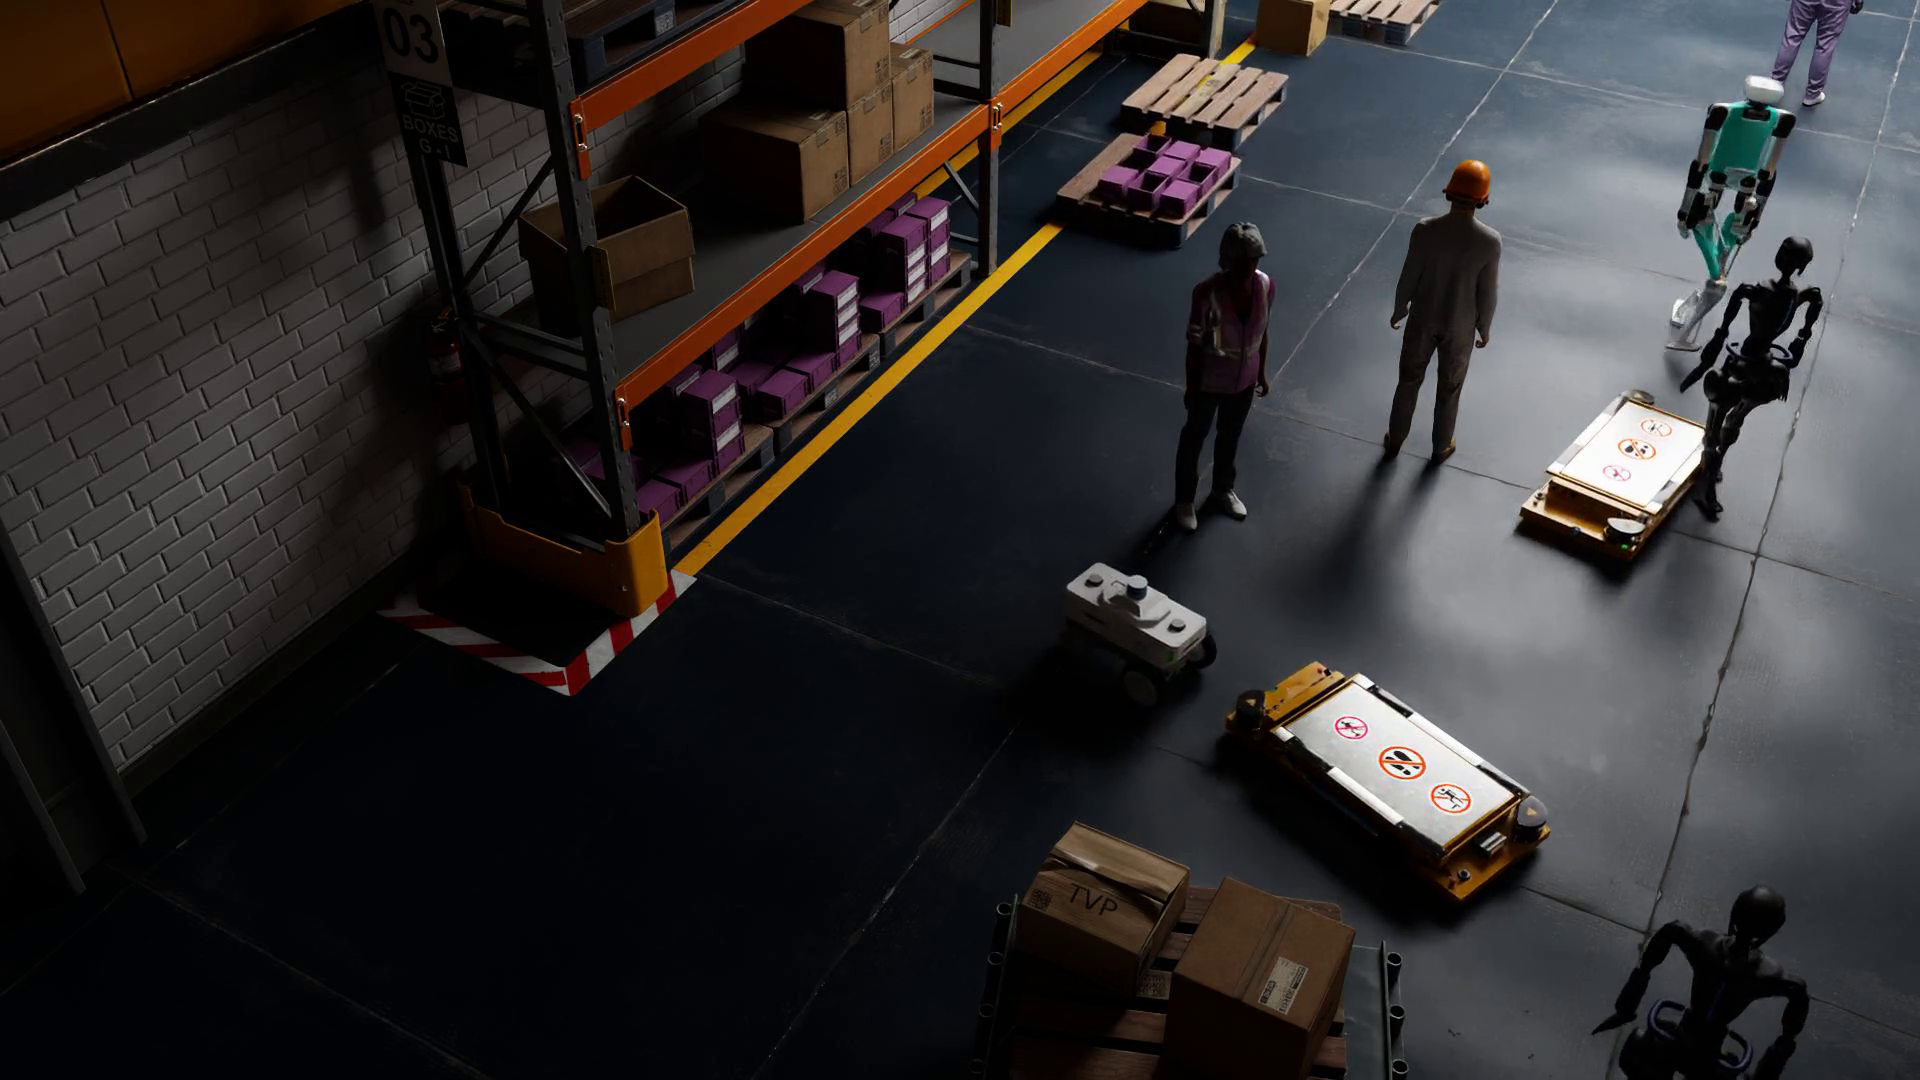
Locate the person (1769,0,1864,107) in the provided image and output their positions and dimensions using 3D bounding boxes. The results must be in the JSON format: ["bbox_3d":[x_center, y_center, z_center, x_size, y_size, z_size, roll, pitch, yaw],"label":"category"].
[{"bbox_3d":[7.040,-4.480,13.508,0.642,1.911,0.414,21,43,24],"label":"person"}]

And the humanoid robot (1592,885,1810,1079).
[{"bbox_3d":[2.566,1.796,5.862,0.603,1.631,0.616,25,45,28],"label":"humanoid robot"}]

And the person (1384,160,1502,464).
[{"bbox_3d":[2.763,-1.282,9.522,0.563,1.896,0.358,14,41,17],"label":"person"}]

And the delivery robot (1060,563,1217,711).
[{"bbox_3d":[0.904,0.456,8.431,0.786,0.608,0.499,29,47,31],"label":"delivery robot"}]

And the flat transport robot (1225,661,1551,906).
[{"bbox_3d":[2.002,1.086,7.862,0.659,0.231,1.431,-26,46,-29],"label":"flat transport robot"}]

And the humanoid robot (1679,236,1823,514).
[{"bbox_3d":[4.379,-0.943,9.295,0.611,1.650,0.600,-3,39,-4],"label":"humanoid robot"}]

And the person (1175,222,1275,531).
[{"bbox_3d":[1.455,-0.889,9.067,0.515,1.848,0.345,-12,40,-15],"label":"person"}]

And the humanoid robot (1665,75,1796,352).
[{"bbox_3d":[4.823,-1.942,10.498,0.553,1.748,1.012,10,40,12],"label":"humanoid robot"}]

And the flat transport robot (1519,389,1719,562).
[{"bbox_3d":[3.906,-0.403,9.724,0.659,0.231,1.431,28,46,30],"label":"flat transport robot"}]
